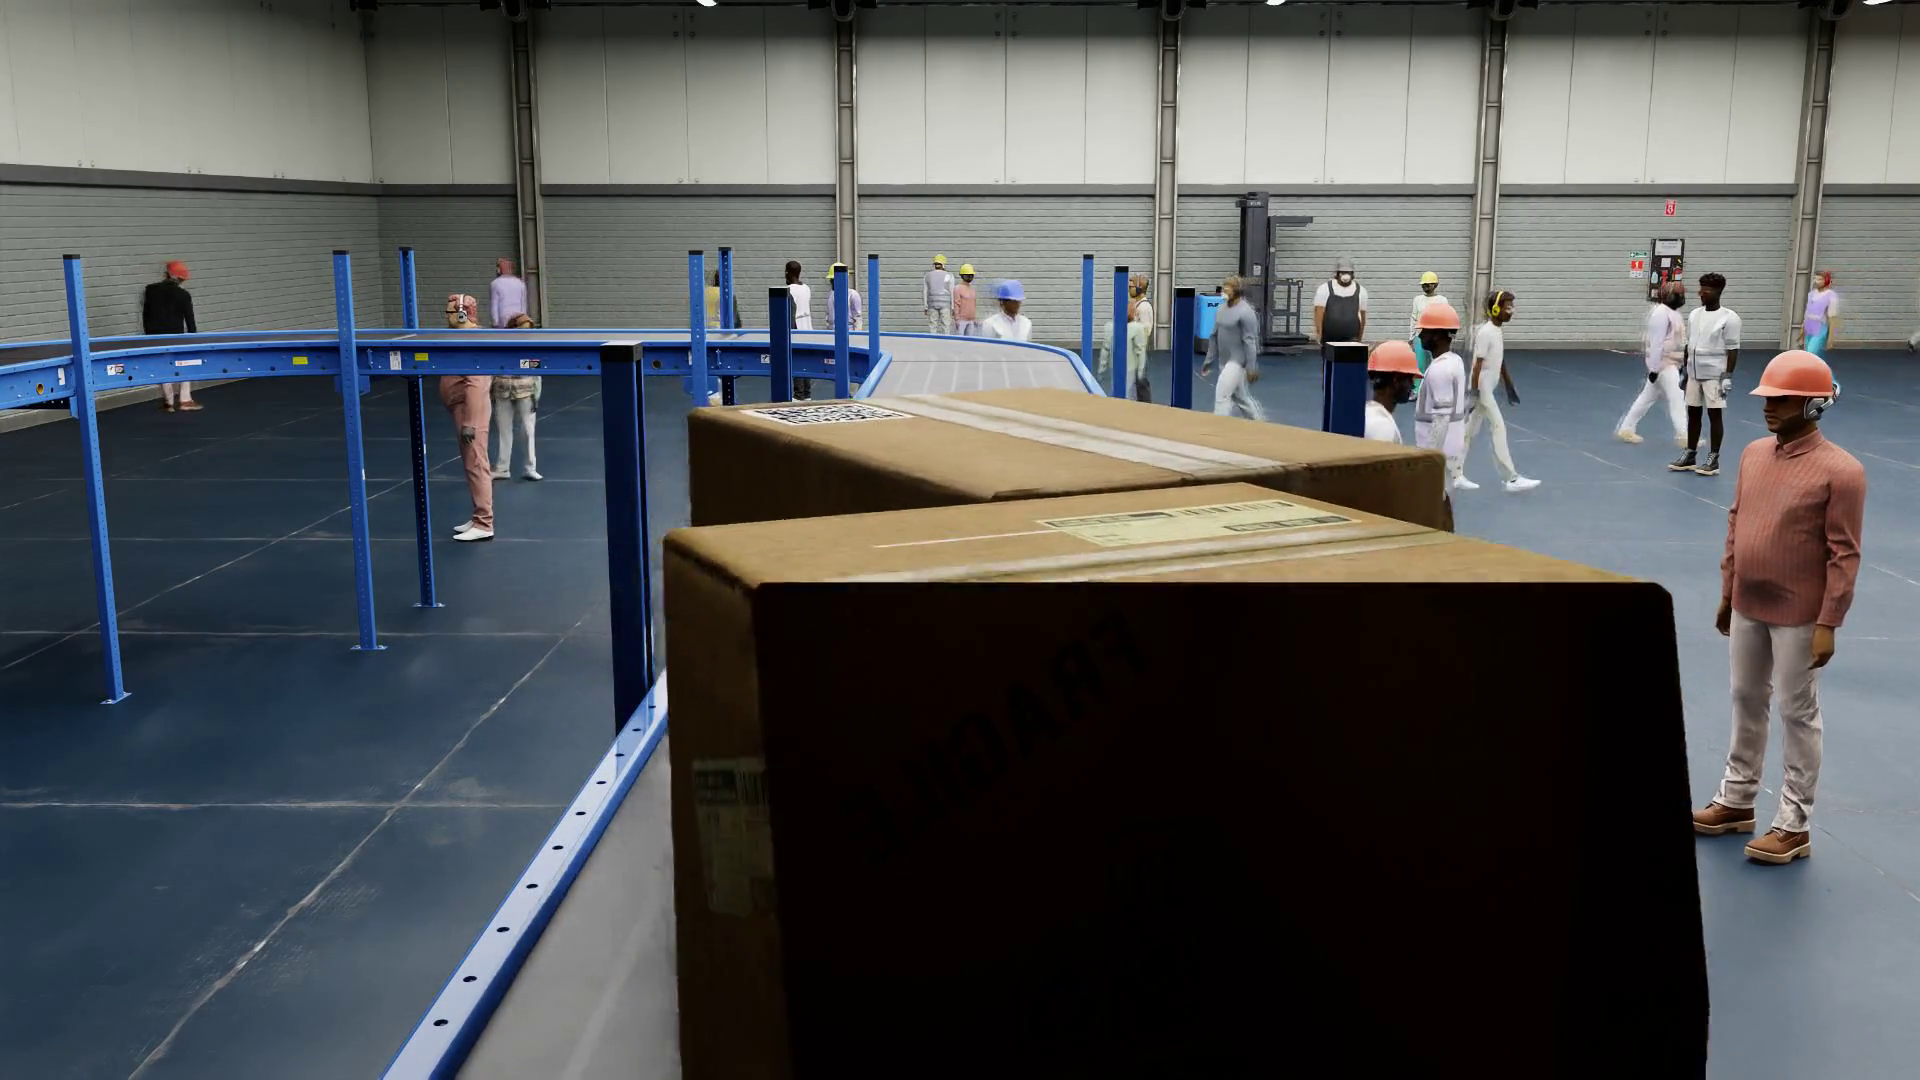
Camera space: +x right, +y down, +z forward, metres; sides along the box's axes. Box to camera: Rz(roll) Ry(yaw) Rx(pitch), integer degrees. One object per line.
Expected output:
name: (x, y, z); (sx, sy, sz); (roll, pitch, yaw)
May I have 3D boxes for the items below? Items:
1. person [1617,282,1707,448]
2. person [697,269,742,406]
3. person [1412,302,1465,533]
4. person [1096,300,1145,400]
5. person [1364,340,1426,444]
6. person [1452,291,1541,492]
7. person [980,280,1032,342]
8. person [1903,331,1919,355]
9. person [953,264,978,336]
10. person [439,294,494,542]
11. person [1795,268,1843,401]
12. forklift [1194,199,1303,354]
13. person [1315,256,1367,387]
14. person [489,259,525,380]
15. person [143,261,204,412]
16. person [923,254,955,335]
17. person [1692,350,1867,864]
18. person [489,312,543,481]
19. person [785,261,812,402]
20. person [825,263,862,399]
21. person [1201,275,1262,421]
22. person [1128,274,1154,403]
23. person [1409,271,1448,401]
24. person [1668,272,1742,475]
person: (7.743, -1.936, 18.310); (0.954, 1.799, 0.627); (7, 13, 30)
person: (-3.170, -2.726, 22.336); (0.677, 1.809, 0.793); (9, 14, 40)
person: (3.175, -0.612, 11.135); (0.368, 1.939, 0.542); (5, 12, 23)
person: (1.773, -1.872, 18.434); (0.505, 1.621, 0.352); (10, 15, 41)
person: (2.028, -0.072, 8.527); (0.923, 1.894, 0.546); (-1, 11, -4)
person: (4.929, -1.352, 15.234); (0.918, 1.824, 0.516); (4, 12, 21)
person: (0.512, -1.474, 15.648); (0.622, 1.899, 0.983); (-8, 13, -35)
person: (17.455, -4.177, 29.791); (0.797, 1.811, 0.589); (2, 11, 9)
person: (0.096, -3.448, 26.150); (0.322, 1.769, 0.523); (9, 14, 40)
person: (-3.844, -0.956, 12.986); (0.409, 1.906, 0.652); (-3, 11, -14)
person: (11.611, -2.758, 22.474); (0.845, 1.818, 0.588); (0, 11, 1)
forklift: (5.313, -4.851, 30.603); (1.873, 2.768, 1.129); (0, 11, 1)
person: (5.040, -2.771, 22.077); (0.682, 2.000, 1.020); (2, 11, 10)
person: (-6.973, -3.383, 25.600); (0.979, 1.860, 0.657); (10, 15, 41)
person: (-10.181, -2.618, 21.459); (0.712, 1.943, 0.402); (0, 11, -2)
person: (-0.361, -4.219, 29.947); (0.596, 1.828, 0.403); (2, 11, 12)
person: (3.213, 0.254, 6.536); (0.378, 1.995, 0.609); (-4, 12, -18)
person: (-4.293, -1.357, 15.818); (0.652, 1.609, 0.329); (0, 11, 1)
person: (-2.176, -2.769, 22.271); (0.374, 1.917, 0.597); (4, 12, 18)
person: (-1.499, -2.539, 21.069); (0.594, 1.923, 0.372); (10, 15, 43)
person: (2.969, -1.893, 17.860); (1.018, 1.897, 0.643); (-4, 12, -20)
person: (2.090, -2.151, 19.285); (0.327, 1.843, 0.516); (1, 11, 4)
person: (6.339, -2.750, 22.569); (0.533, 1.765, 0.326); (10, 15, 42)
person: (7.323, -1.634, 16.312); (0.370, 1.967, 0.602); (-5, 12, -23)
